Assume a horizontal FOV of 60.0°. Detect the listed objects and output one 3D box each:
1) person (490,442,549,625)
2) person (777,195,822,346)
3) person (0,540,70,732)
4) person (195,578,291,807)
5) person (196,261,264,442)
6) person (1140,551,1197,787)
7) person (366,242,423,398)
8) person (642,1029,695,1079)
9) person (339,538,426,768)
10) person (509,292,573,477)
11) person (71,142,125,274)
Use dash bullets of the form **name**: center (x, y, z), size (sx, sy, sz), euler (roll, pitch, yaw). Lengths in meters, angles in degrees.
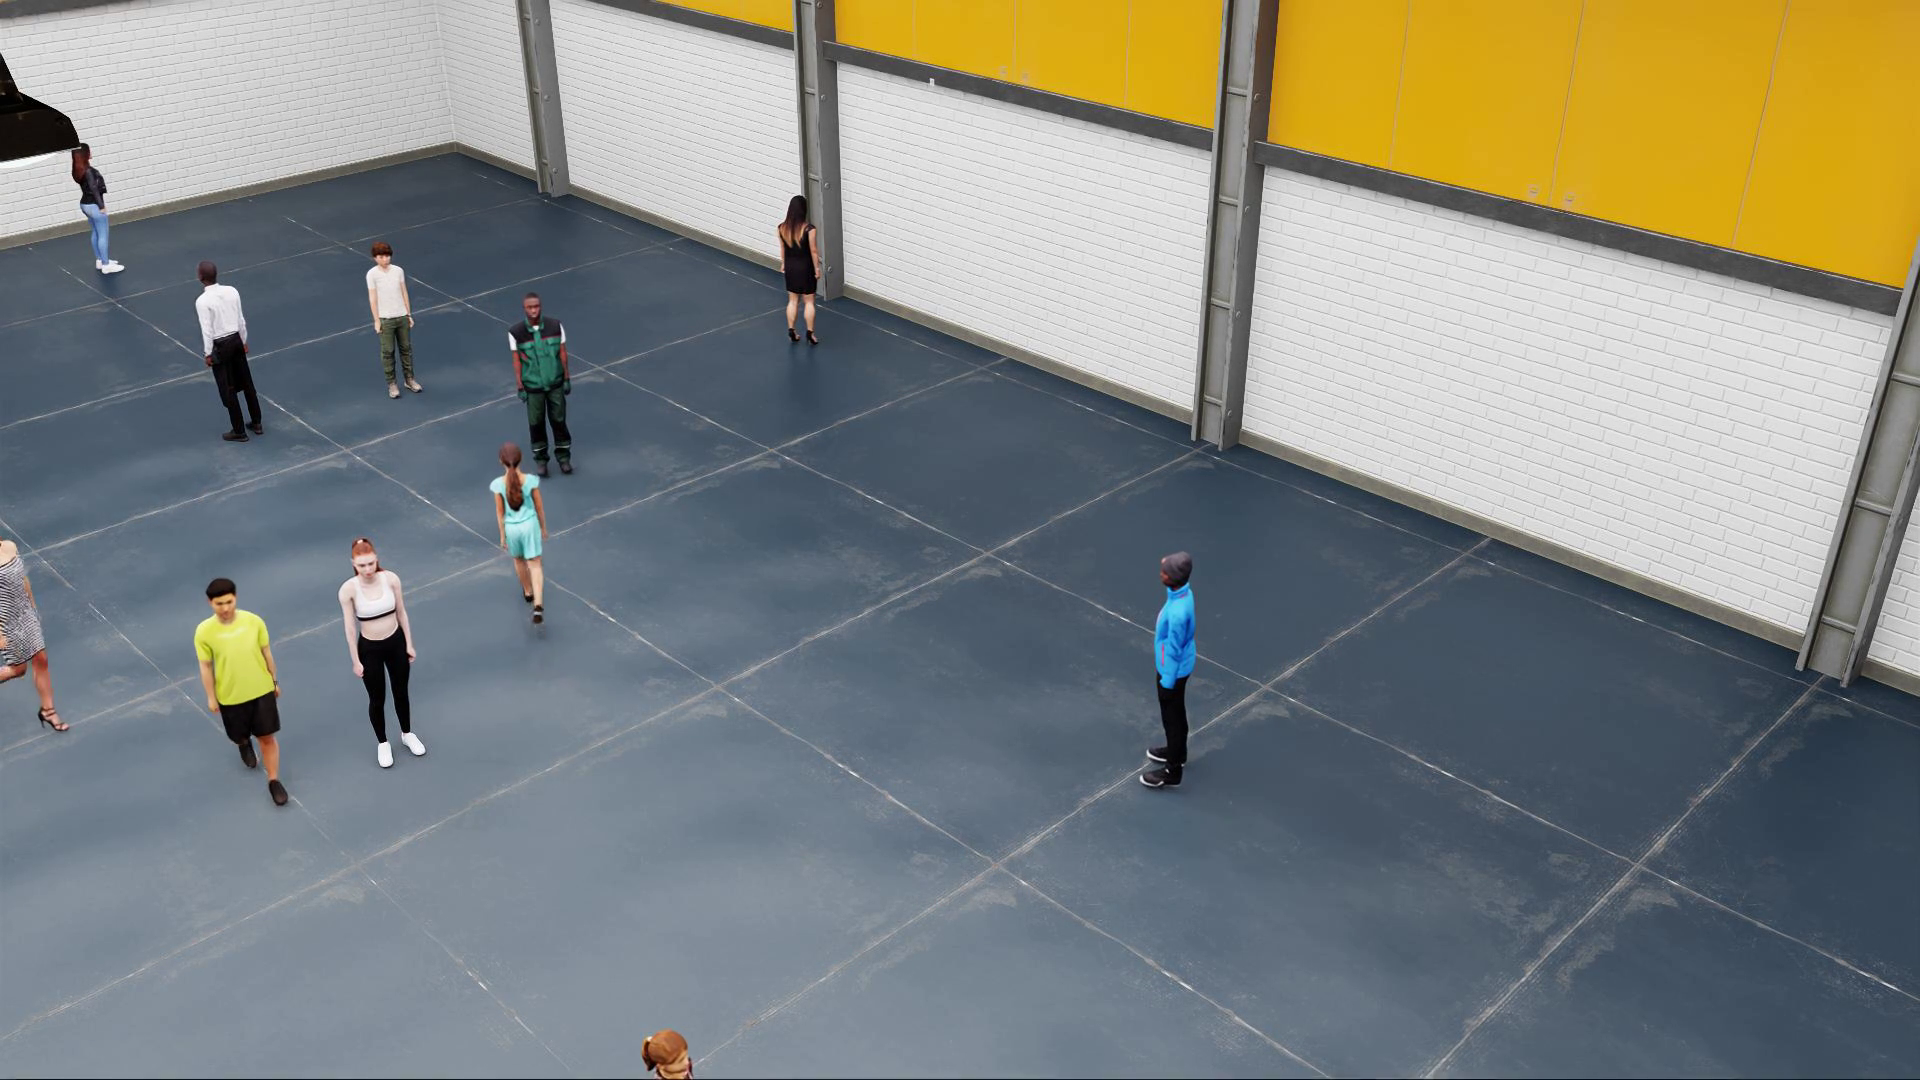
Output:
- **person**: center (-3.529, -0.048, 13.421), size (0.871, 1.538, 1.076), euler (-7, 29, -13)
- **person**: center (-1.790, -3.013, 18.675), size (0.660, 1.712, 0.778), euler (12, 31, 21)
- **person**: center (-6.886, 0.601, 11.954), size (1.016, 1.804, 0.891), euler (5, 29, 10)
- **person**: center (-4.915, 0.980, 11.380), size (0.798, 1.687, 1.050), euler (-15, 32, -26)
- **person**: center (-7.257, -1.876, 16.461), size (0.633, 1.836, 0.701), euler (14, 32, 25)
- **person**: center (1.490, 0.879, 11.452), size (0.722, 1.797, 0.695), euler (5, 29, 9)
- **person**: center (-5.978, -2.342, 17.504), size (0.583, 1.655, 0.555), euler (-21, 35, -33)
- **person**: center (-1.418, 2.919, 8.226), size (0.608, 1.303, 0.594), euler (10, 30, 18)
- **person**: center (-4.064, 0.777, 11.695), size (0.618, 1.742, 0.555), euler (-19, 34, -31)
- **person**: center (-3.943, -1.485, 15.742), size (0.750, 1.838, 0.734), euler (-12, 31, -21)
- **person**: center (-10.898, -4.193, 20.923), size (0.472, 1.630, 0.670), euler (25, 38, 38)
